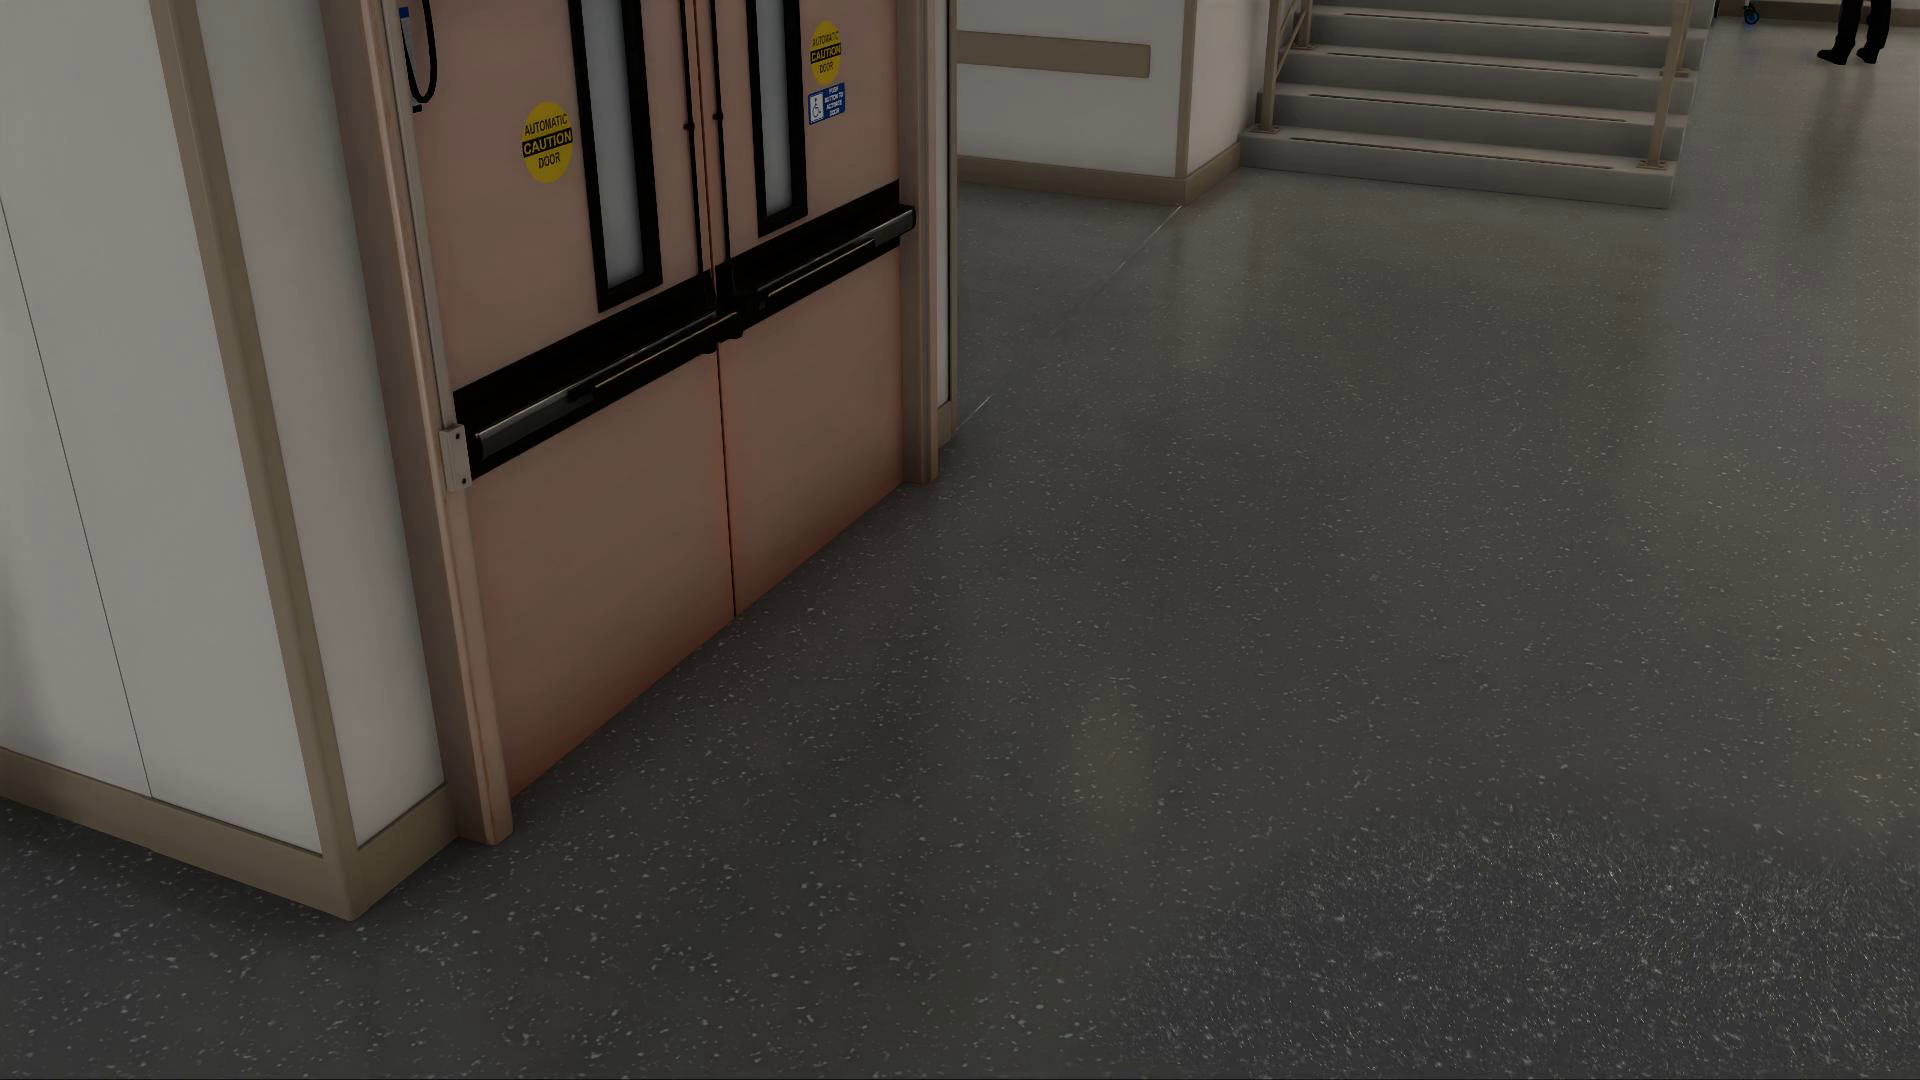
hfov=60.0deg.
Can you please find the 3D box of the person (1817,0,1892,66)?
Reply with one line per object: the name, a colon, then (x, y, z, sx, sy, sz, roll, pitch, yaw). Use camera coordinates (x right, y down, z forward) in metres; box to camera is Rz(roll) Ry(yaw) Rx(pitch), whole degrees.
person: (7.571, -4.929, 13.722, 0.781, 1.914, 0.783, -3, 26, -6)
